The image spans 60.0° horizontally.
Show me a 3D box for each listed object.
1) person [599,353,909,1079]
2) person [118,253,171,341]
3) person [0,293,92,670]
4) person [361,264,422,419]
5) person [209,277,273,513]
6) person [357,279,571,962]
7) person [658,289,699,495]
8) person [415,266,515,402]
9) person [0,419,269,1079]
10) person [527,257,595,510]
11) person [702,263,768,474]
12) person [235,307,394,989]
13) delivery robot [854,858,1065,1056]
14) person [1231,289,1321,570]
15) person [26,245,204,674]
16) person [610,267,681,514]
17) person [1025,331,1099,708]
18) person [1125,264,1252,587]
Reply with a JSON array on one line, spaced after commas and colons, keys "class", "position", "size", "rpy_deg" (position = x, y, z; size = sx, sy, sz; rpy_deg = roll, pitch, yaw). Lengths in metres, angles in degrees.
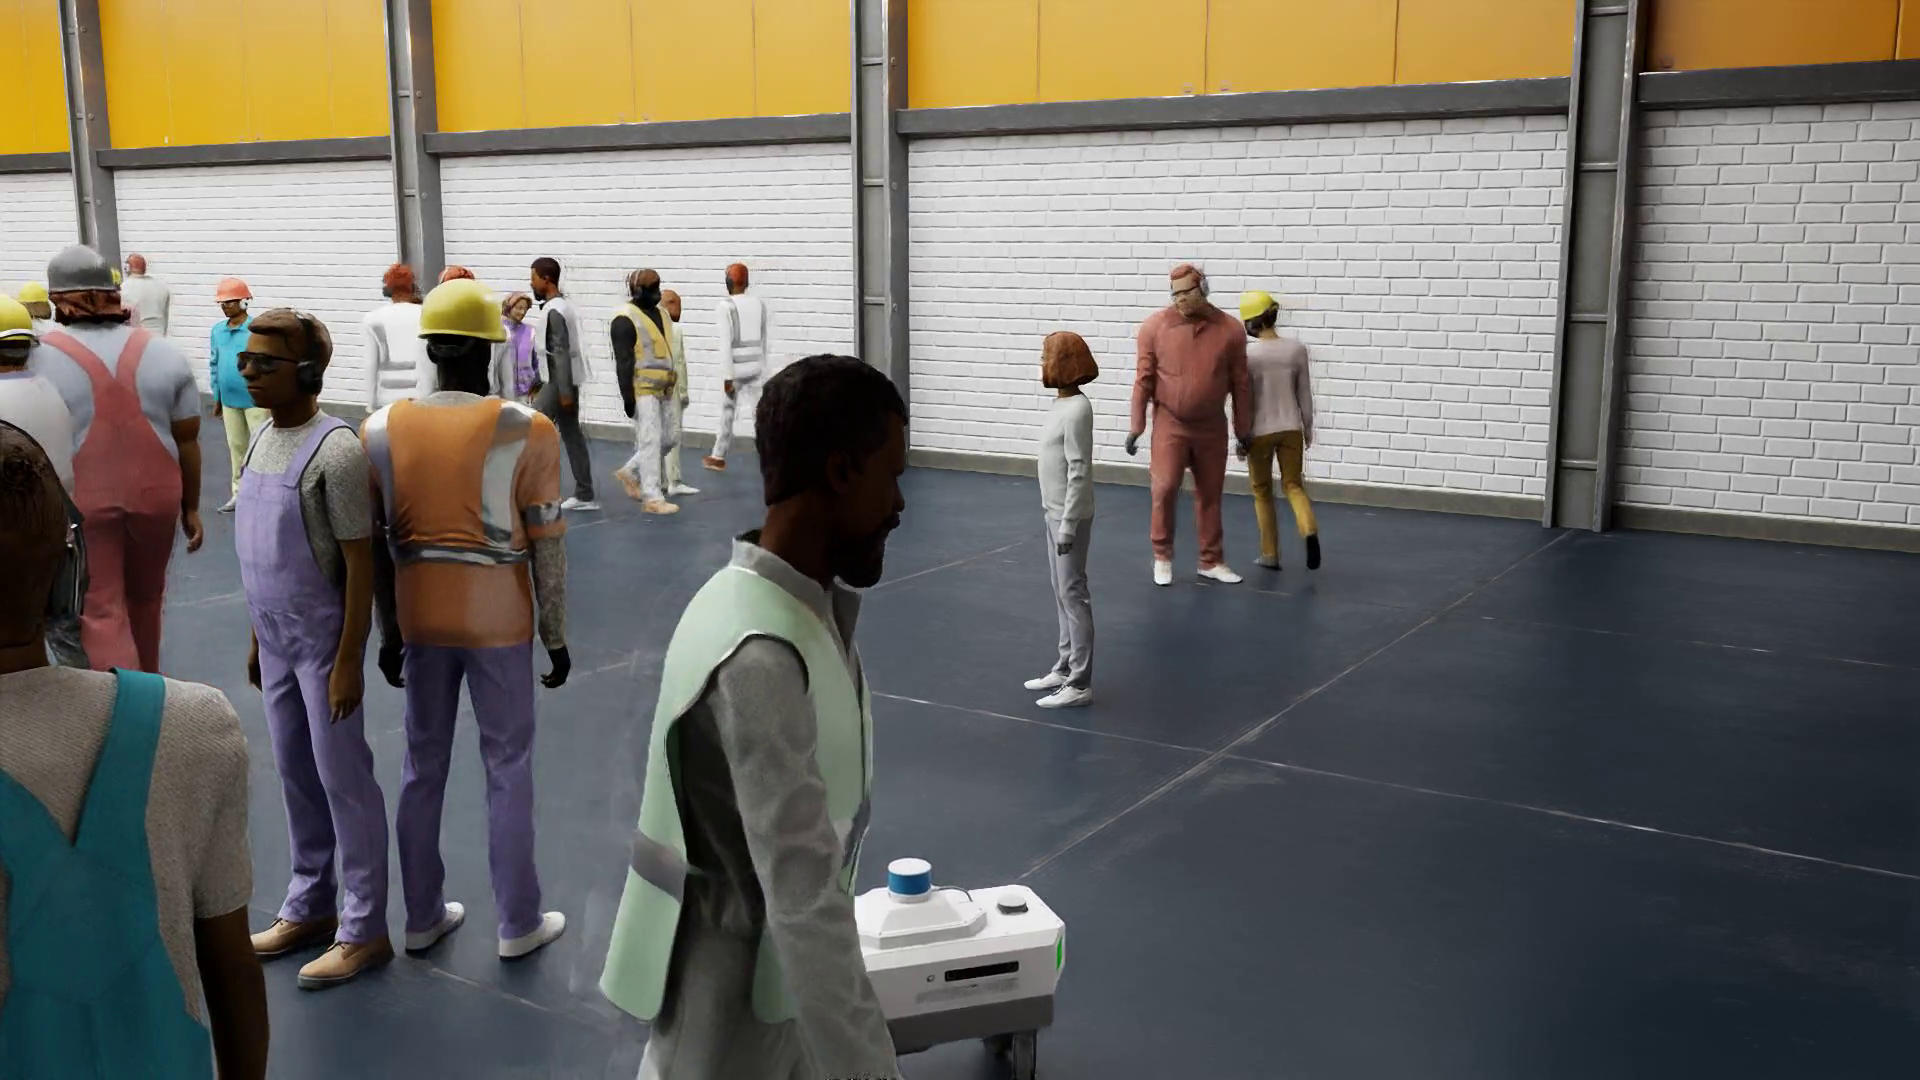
[{"class": "person", "position": [-0.185, 0.674, 2.416], "size": [0.969, 1.849, 0.632], "rpy_deg": [1, 10, 5]}, {"class": "person", "position": [-8.831, -2.121, 17.847], "size": [0.918, 1.866, 0.659], "rpy_deg": [7, 12, 34]}, {"class": "person", "position": [-3.495, 0.004, 6.186], "size": [0.404, 1.833, 0.590], "rpy_deg": [4, 11, 23]}, {"class": "person", "position": [-3.797, -0.959, 11.516], "size": [0.636, 1.865, 0.563], "rpy_deg": [-3, 11, -15]}, {"class": "person", "position": [-5.299, -1.057, 12.283], "size": [0.573, 1.749, 0.342], "rpy_deg": [3, 11, 17]}, {"class": "person", "position": [-1.390, 0.227, 4.728], "size": [0.588, 1.916, 0.414], "rpy_deg": [2, 10, 9]}, {"class": "person", "position": [-2.328, -1.178, 13.285], "size": [0.283, 1.633, 0.498], "rpy_deg": [-9, 14, -42]}, {"class": "person", "position": [-2.786, -0.600, 9.419], "size": [0.579, 1.878, 0.344], "rpy_deg": [-9, 14, -42]}, {"class": "person", "position": [-1.006, 0.779, 1.854], "size": [0.326, 1.843, 0.517], "rpy_deg": [7, 12, 33]}, {"class": "person", "position": [-3.112, -1.149, 12.402], "size": [0.771, 1.887, 0.593], "rpy_deg": [-1, 10, -7]}, {"class": "person", "position": [-1.862, -1.478, 14.423], "size": [0.998, 1.833, 0.592], "rpy_deg": [10, 14, 43]}, {"class": "person", "position": [-1.788, 0.294, 4.543], "size": [0.506, 1.847, 0.346], "rpy_deg": [8, 13, 37]}, {"class": "delivery robot", "position": [-0.117, 1.000, 3.946], "size": [0.707, 0.478, 0.477], "rpy_deg": [-4, 11, -19]}, {"class": "person", "position": [1.904, -0.636, 10.014], "size": [0.572, 1.728, 0.619], "rpy_deg": [-3, 11, -15]}, {"class": "person", "position": [-3.398, -0.160, 6.516], "size": [0.942, 2.000, 0.704], "rpy_deg": [10, 14, 43]}, {"class": "person", "position": [-2.346, -1.104, 12.343], "size": [0.537, 1.823, 0.642], "rpy_deg": [4, 11, 23]}, {"class": "person", "position": [0.450, -0.090, 7.256], "size": [0.282, 1.633, 0.500], "rpy_deg": [-1, 10, -6]}, {"class": "person", "position": [1.332, -0.657, 9.717], "size": [0.754, 1.881, 0.432], "rpy_deg": [-1, 10, -3]}]
